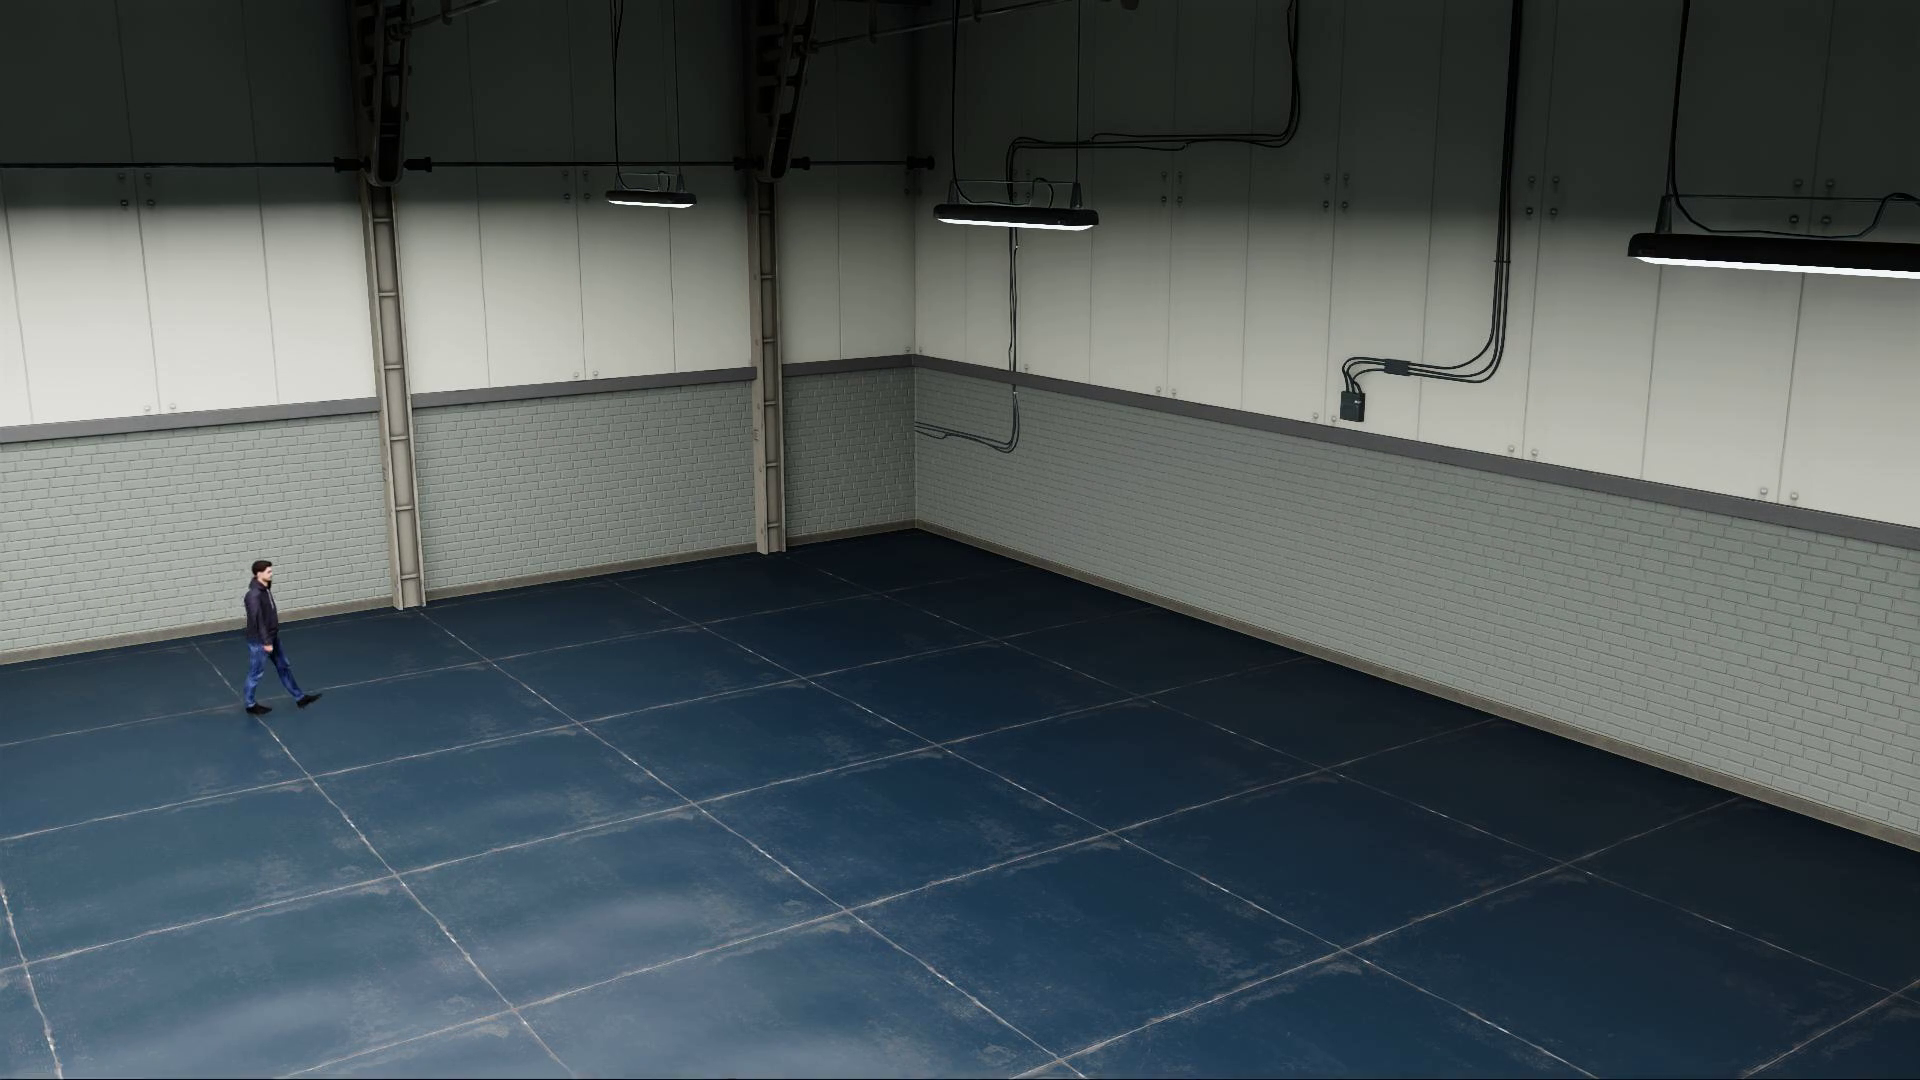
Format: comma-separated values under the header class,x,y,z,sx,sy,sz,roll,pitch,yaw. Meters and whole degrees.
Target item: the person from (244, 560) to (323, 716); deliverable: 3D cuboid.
class,x,y,z,sx,sy,sz,roll,pitch,yaw
person,-8.205,1.163,19.351,1.221,1.852,1.064,-1,13,-3
